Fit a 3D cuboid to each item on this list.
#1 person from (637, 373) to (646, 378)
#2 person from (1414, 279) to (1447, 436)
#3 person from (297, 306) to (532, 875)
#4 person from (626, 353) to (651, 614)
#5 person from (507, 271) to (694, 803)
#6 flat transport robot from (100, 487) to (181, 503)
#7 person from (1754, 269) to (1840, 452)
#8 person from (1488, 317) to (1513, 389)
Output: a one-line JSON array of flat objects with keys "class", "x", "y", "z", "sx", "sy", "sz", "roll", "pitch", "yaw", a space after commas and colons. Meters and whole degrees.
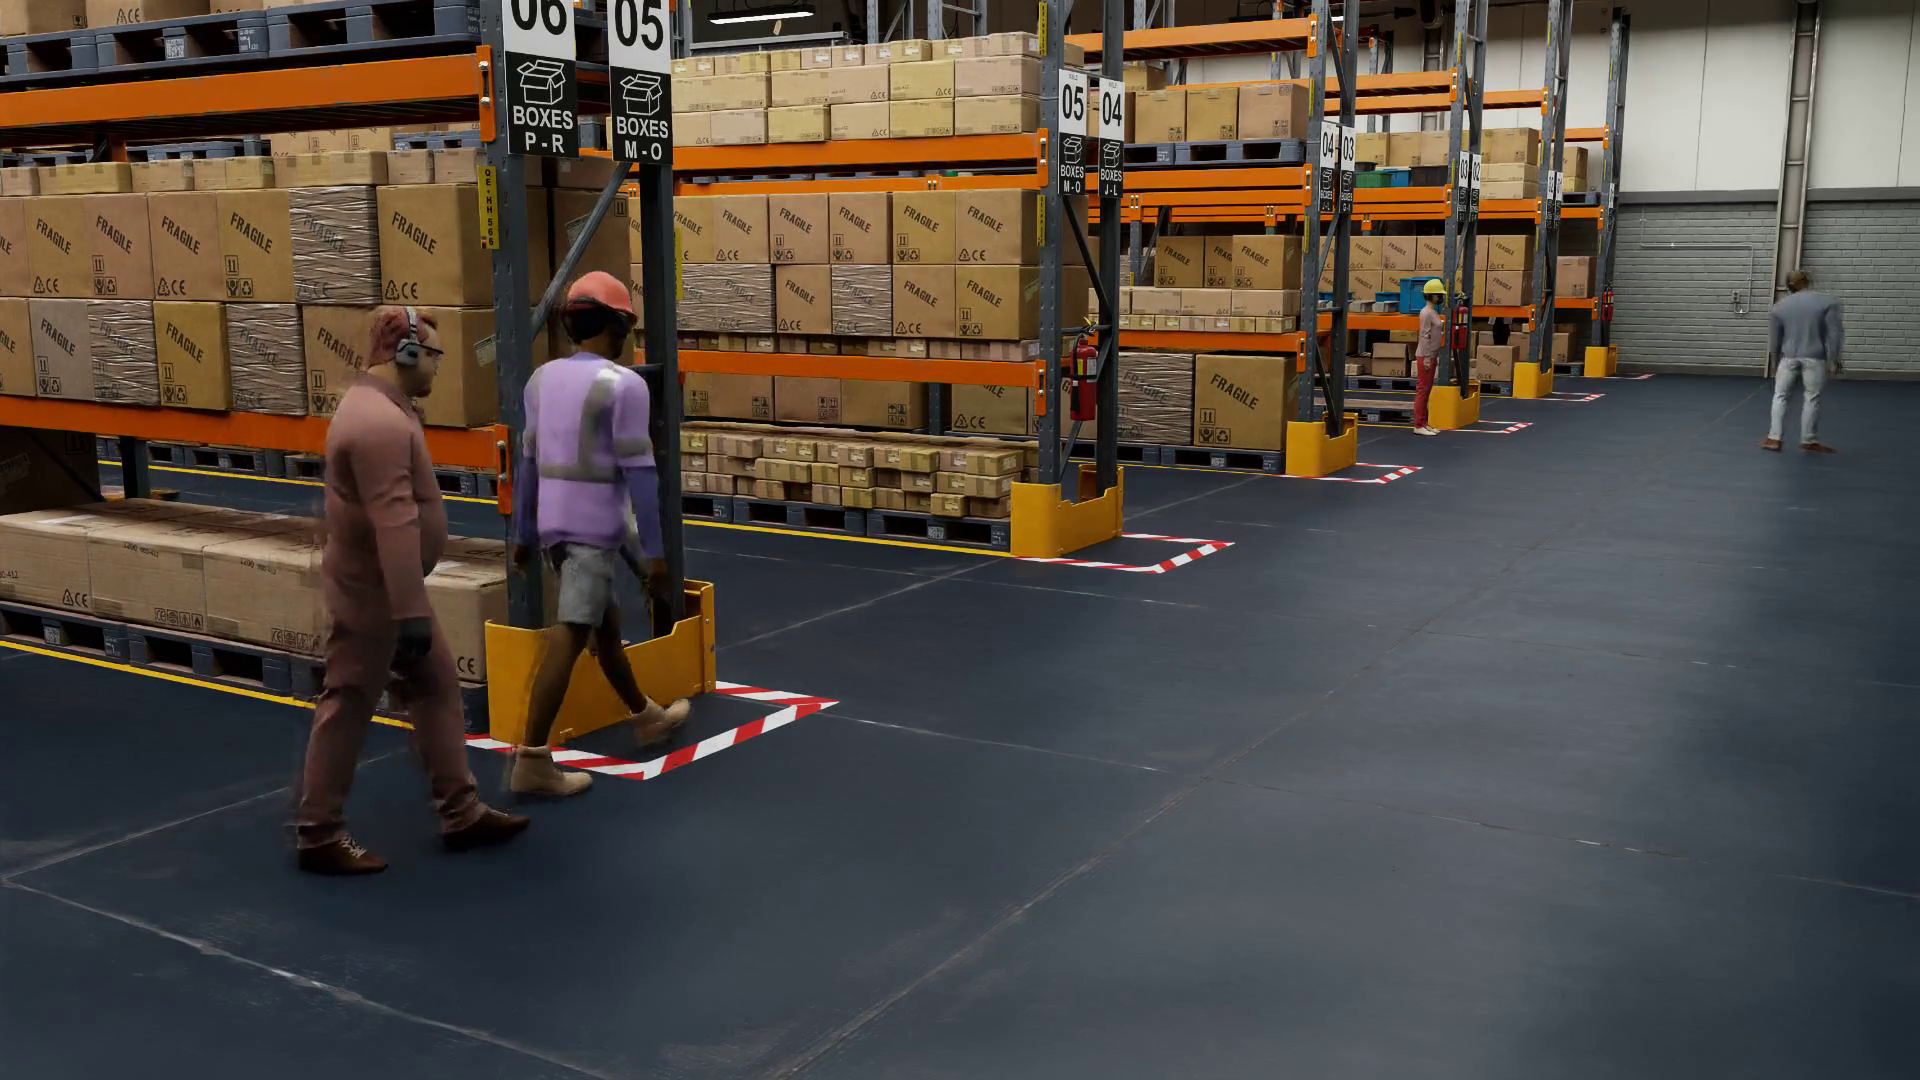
[{"class": "person", "x": -3.090, "y": -1.566, "z": 15.753, "sx": 0.468, "sy": 1.832, "sz": 0.597, "roll": 7, "pitch": 12, "yaw": 34}, {"class": "person", "x": 5.346, "y": -2.072, "z": 18.918, "sx": 0.310, "sy": 1.769, "sz": 0.525, "roll": 4, "pitch": 11, "yaw": 24}, {"class": "person", "x": -1.833, "y": 0.167, "z": 5.525, "sx": 0.858, "sy": 1.855, "sz": 0.761, "roll": -3, "pitch": 10, "yaw": -16}, {"class": "person", "x": -1.966, "y": -0.475, "z": 9.350, "sx": 0.787, "sy": 1.847, "sz": 0.521, "roll": 9, "pitch": 13, "yaw": 43}, {"class": "person", "x": -1.395, "y": -0.040, "z": 6.443, "sx": 0.700, "sy": 1.967, "sz": 1.071, "roll": 8, "pitch": 12, "yaw": 38}, {"class": "flat transport robot", "x": -6.782, "y": -0.283, "z": 12.817, "sx": 1.431, "sy": 0.197, "sz": 0.652, "roll": 3, "pitch": 10, "yaw": 17}, {"class": "person", "x": 8.722, "y": -1.845, "z": 17.246, "sx": 0.718, "sy": 1.895, "sz": 0.378, "roll": 9, "pitch": 13, "yaw": 42}, {"class": "person", "x": 8.333, "y": -3.280, "z": 25.566, "sx": 0.391, "sy": 1.913, "sz": 0.587, "roll": 5, "pitch": 11, "yaw": 26}]
